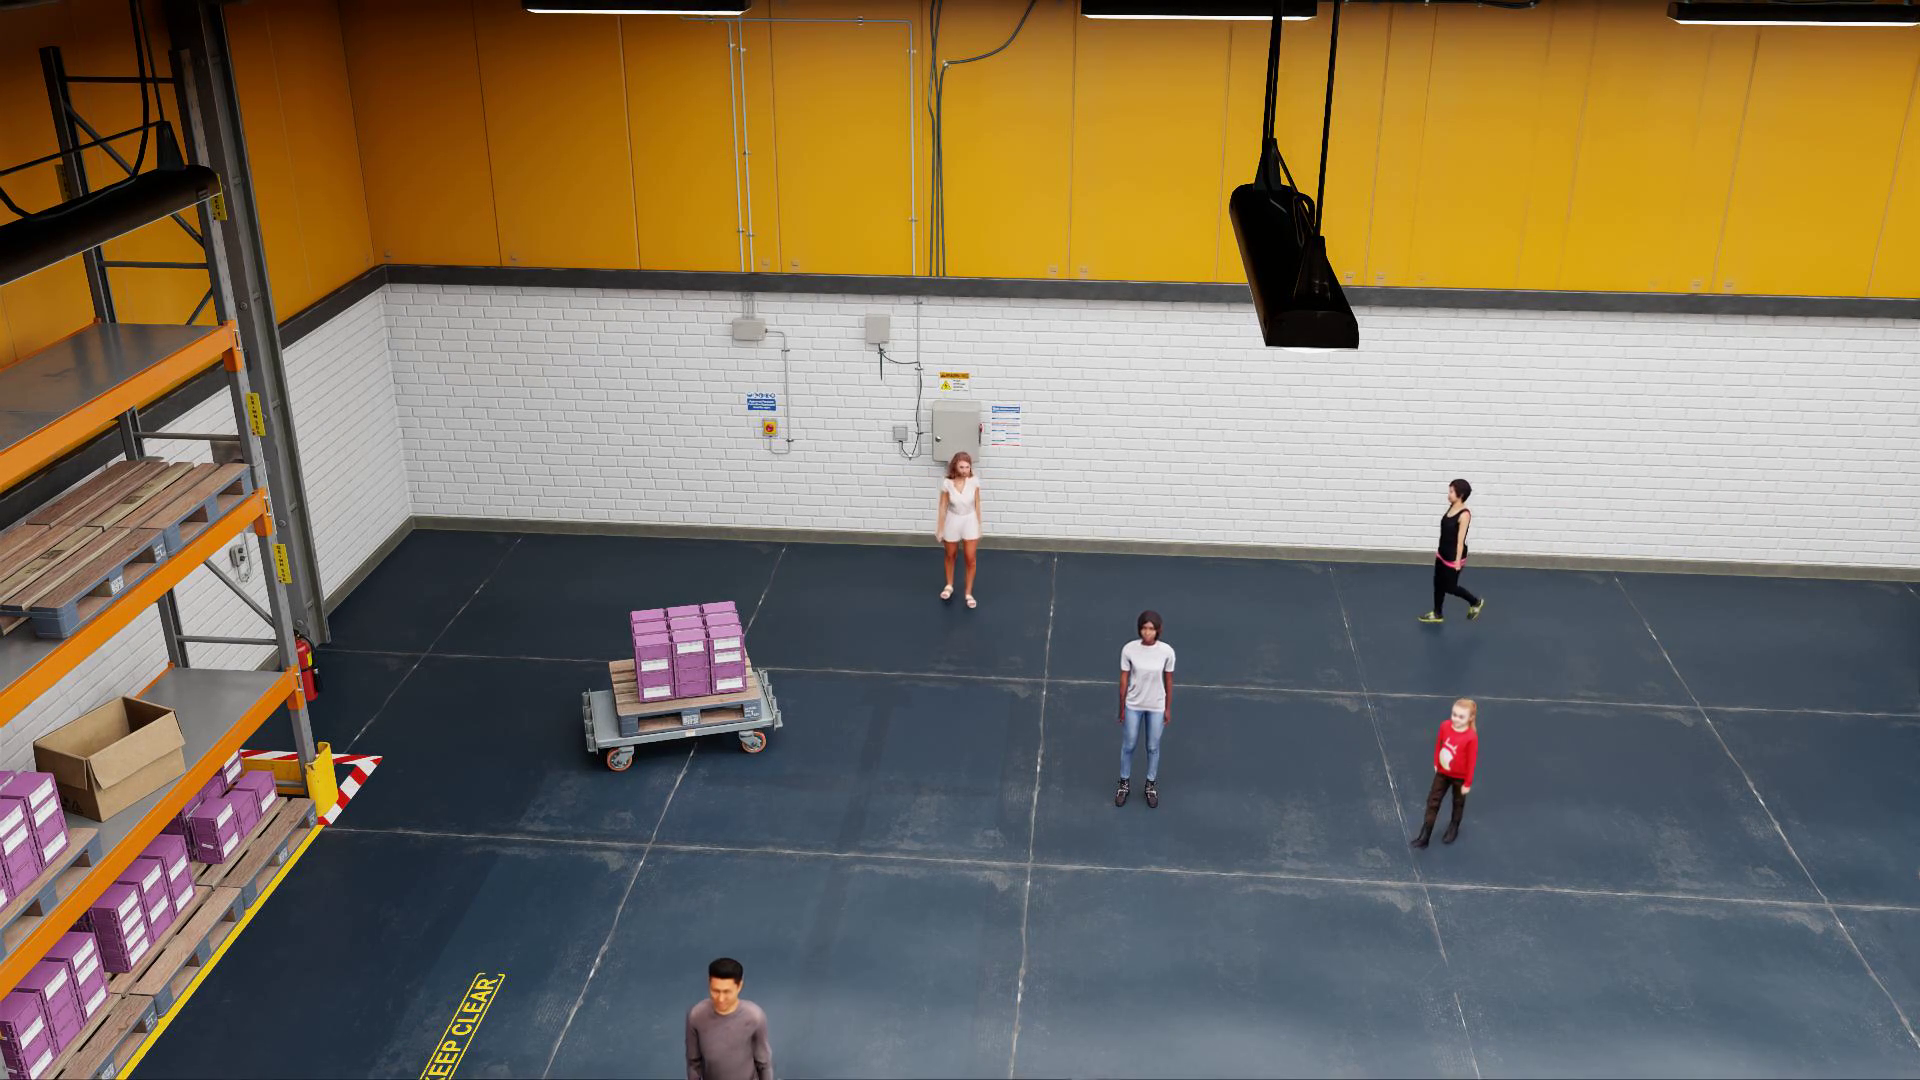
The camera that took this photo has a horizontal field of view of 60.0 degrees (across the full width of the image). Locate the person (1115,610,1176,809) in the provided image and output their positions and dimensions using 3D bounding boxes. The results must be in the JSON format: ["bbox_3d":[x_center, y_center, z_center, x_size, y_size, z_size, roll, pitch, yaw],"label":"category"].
[{"bbox_3d":[1.485,1.349,13.370,0.576,1.719,0.509,3,24,6],"label":"person"}]

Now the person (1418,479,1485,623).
[{"bbox_3d":[4.911,0.133,16.380,0.706,1.535,0.814,-2,24,-5],"label":"person"}]

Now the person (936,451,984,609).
[{"bbox_3d":[0.009,-0.148,16.852,0.706,1.673,0.796,1,24,2],"label":"person"}]

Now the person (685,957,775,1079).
[{"bbox_3d":[-1.259,3.061,9.410,0.938,1.753,0.670,2,24,5],"label":"person"}]

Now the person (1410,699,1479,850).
[{"bbox_3d":[3.865,1.790,12.934,0.779,1.260,0.884,20,30,38],"label":"person"}]
